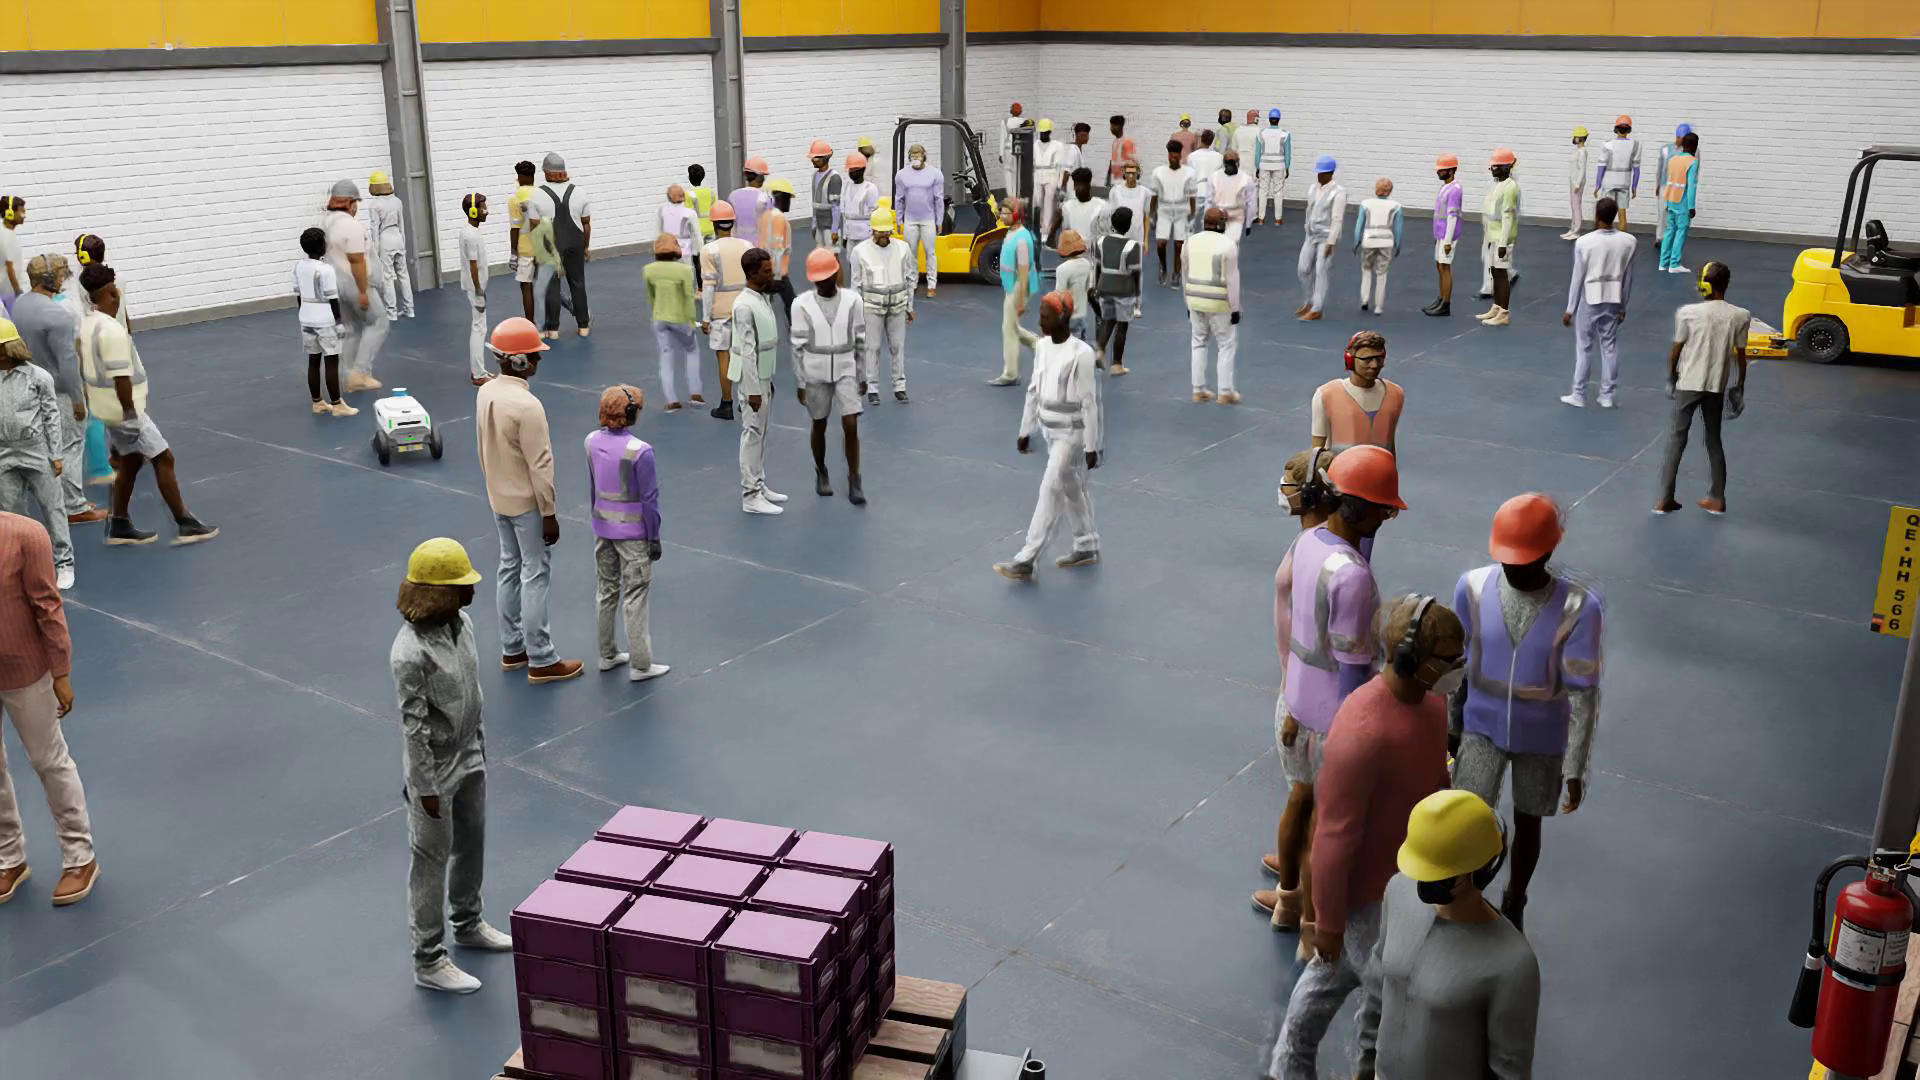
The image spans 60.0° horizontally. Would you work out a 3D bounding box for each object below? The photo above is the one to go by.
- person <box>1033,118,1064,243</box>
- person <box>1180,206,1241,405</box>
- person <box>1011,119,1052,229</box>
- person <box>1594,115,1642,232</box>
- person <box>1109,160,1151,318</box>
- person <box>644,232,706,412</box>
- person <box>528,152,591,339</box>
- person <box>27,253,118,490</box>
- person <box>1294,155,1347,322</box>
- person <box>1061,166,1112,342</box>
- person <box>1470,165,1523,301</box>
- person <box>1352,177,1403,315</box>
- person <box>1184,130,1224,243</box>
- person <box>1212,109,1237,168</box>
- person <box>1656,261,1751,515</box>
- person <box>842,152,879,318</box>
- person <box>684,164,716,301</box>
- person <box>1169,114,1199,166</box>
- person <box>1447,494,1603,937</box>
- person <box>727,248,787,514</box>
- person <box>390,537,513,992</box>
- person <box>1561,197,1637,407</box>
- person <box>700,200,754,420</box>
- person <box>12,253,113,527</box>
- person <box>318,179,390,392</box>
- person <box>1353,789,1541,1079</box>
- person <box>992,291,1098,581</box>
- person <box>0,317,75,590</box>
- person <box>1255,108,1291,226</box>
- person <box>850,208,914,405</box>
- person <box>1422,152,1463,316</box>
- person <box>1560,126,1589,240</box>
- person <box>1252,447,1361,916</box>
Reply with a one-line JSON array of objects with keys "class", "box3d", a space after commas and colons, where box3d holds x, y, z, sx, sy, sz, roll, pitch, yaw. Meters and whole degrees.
[{"class": "person", "box3d": [1.353, -5.660, 26.172, 0.593, 1.910, 0.520, 8, 19, 23]}, {"class": "person", "box3d": [2.307, -2.155, 15.357, 0.658, 1.826, 0.460, 17, 24, 42]}, {"class": "person", "box3d": [1.088, -5.978, 27.317, 0.977, 1.817, 0.504, -10, 20, -29]}, {"class": "person", "box3d": [9.806, -5.309, 24.860, 0.616, 2.040, 0.381, 3, 18, 8]}, {"class": "person", "box3d": [1.998, -3.557, 19.699, 0.507, 1.846, 0.345, 0, 18, 0]}, {"class": "person", "box3d": [-2.610, -1.995, 15.181, 0.504, 1.611, 0.560, 4, 18, 12]}, {"class": "person", "box3d": [-4.454, -3.270, 18.485, 0.689, 2.000, 0.539, -9, 20, -26]}, {"class": "person", "box3d": [-6.755, -1.233, 12.464, 0.529, 1.816, 0.746, 5, 18, 16]}, {"class": "person", "box3d": [4.199, -3.516, 19.422, 0.471, 1.931, 0.632, -10, 20, -29]}, {"class": "person", "box3d": [1.358, -3.043, 17.918, 0.616, 1.946, 0.476, 12, 21, 33]}, {"class": "person", "box3d": [6.783, -3.907, 20.839, 0.615, 1.809, 0.604, 0, 18, -1]}, {"class": "person", "box3d": [5.007, -3.522, 19.952, 0.579, 1.615, 0.460, 6, 19, 17]}, {"class": "person", "box3d": [3.483, -4.928, 23.945, 0.684, 1.884, 0.408, -7, 19, -22]}, {"class": "person", "box3d": [4.711, -6.756, 29.712, 0.430, 1.843, 0.625, 10, 20, 27]}, {"class": "person", "box3d": [5.353, -1.083, 11.976, 0.538, 1.842, 0.409, 1, 18, 4]}, {"class": "person", "box3d": [-1.205, -3.618, 19.737, 0.542, 1.939, 0.362, 16, 24, 41]}, {"class": "person", "box3d": [-3.260, -3.850, 20.854, 0.320, 1.695, 0.538, 12, 21, 33]}, {"class": "person", "box3d": [3.993, -6.728, 29.770, 0.531, 1.755, 0.339, -3, 18, -8]}, {"class": "person", "box3d": [2.038, 0.750, 6.133, 0.570, 1.893, 0.797, 10, 20, 28]}, {"class": "person", "box3d": [-1.481, -1.157, 12.071, 0.391, 1.920, 0.587, 1, 18, 2]}, {"class": "person", "box3d": [-1.881, 0.823, 6.183, 0.320, 1.737, 0.488, 4, 18, 13]}, {"class": "person", "box3d": [5.851, -2.161, 15.222, 0.592, 1.919, 0.387, -3, 18, -9]}, {"class": "person", "box3d": [-2.074, -2.044, 14.821, 0.551, 1.933, 0.376, -14, 22, -36]}, {"class": "person", "box3d": [-6.354, -1.046, 11.715, 0.636, 1.930, 0.372, 13, 22, 35]}, {"class": "person", "box3d": [-5.775, -2.426, 15.844, 0.704, 2.000, 0.542, 16, 24, 41]}, {"class": "person", "box3d": [1.194, 1.431, 4.237, 0.320, 1.762, 0.522, -10, 20, -28]}, {"class": "person", "box3d": [0.543, -0.656, 10.629, 0.931, 1.841, 0.607, -9, 20, -25]}, {"class": "person", "box3d": [-5.860, -0.527, 10.385, 0.489, 1.744, 0.295, -3, 18, -8]}, {"class": "person", "box3d": [5.279, -6.293, 28.095, 0.603, 1.944, 0.391, 5, 18, 16]}, {"class": "person", "box3d": [-0.709, -2.152, 15.350, 0.602, 1.820, 0.403, -6, 19, -18]}, {"class": "person", "box3d": [5.752, -3.632, 19.803, 0.388, 1.928, 0.545, 1, 18, 4]}, {"class": "person", "box3d": [9.769, -5.659, 26.401, 0.316, 1.767, 0.535, 4, 18, 12]}, {"class": "person", "box3d": [1.394, 0.574, 6.626, 0.354, 1.937, 0.635, 6, 19, 18]}]
